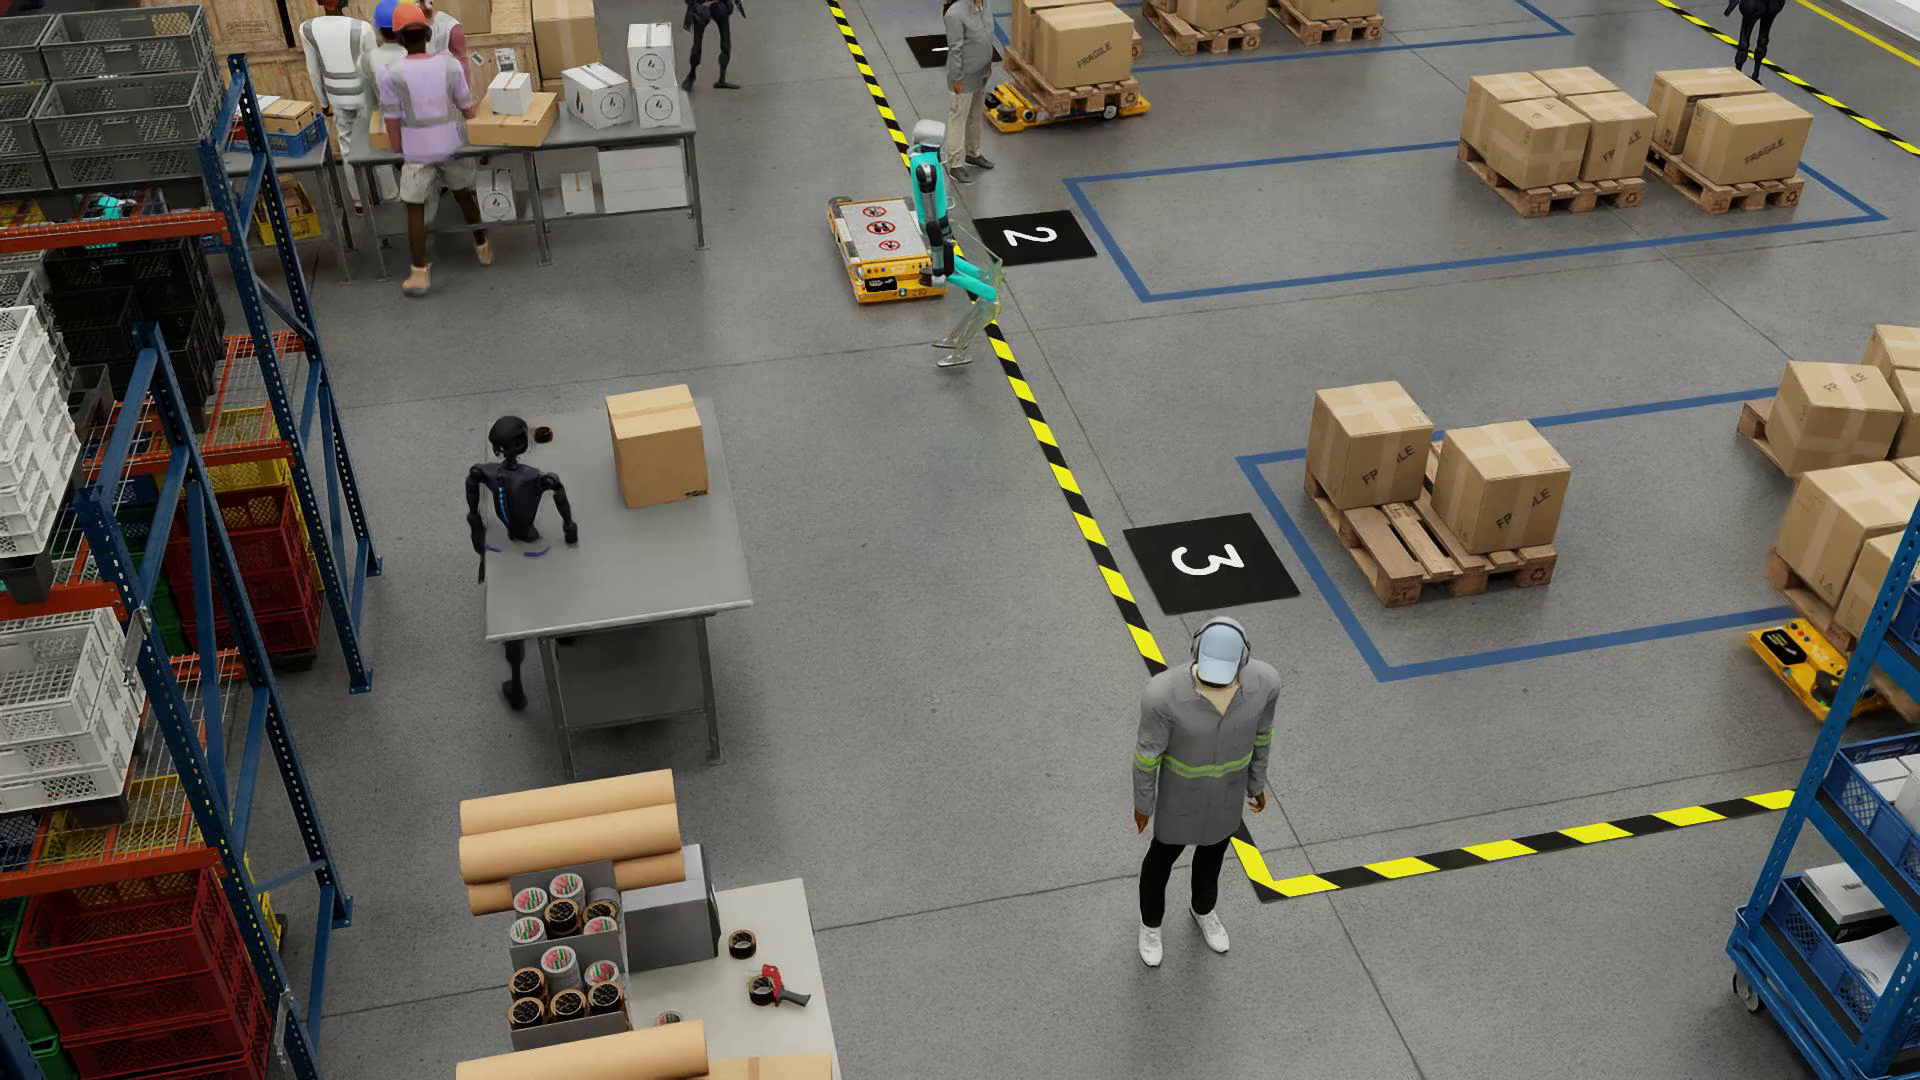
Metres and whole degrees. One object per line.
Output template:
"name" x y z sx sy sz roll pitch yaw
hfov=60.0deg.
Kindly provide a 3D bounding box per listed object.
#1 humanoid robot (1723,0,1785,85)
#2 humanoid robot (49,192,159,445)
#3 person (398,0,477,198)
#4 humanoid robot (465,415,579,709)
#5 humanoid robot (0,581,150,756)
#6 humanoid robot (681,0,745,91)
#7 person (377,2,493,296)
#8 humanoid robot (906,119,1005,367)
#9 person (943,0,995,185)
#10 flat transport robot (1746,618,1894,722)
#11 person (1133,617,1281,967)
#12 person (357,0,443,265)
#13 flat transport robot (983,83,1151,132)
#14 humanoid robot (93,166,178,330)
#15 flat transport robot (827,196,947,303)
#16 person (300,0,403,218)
"humanoid robot" 7.205 -4.904 14.950 0.599 1.659 0.315 -13 39 -17
"humanoid robot" -5.081 -1.315 10.005 0.530 1.693 0.736 -5 37 -6
"person" -4.077 -3.475 12.913 0.589 1.833 0.404 6 37 8
"humanoid robot" -2.131 0.138 8.195 0.610 1.643 0.367 7 37 9
"humanoid robot" -4.244 0.443 7.728 1.009 1.733 0.563 -15 39 -20
"humanoid robot" -2.248 -4.824 14.863 0.610 1.645 0.470 -27 44 -31
"person" -3.774 -2.763 11.829 0.824 1.997 0.584 -23 43 -28
"humanoid robot" 0.032 -1.915 10.784 0.735 1.677 0.533 -2 37 -2
"person" 0.065 -3.776 13.370 0.398 1.769 0.572 19 41 24
"flat transport robot" 4.996 0.569 8.765 1.431 0.197 0.652 -8 37 -10
"person" 0.999 1.039 6.830 0.597 1.850 0.395 -8 37 -10
"person" -4.028 -3.006 12.223 0.614 1.913 0.953 5 37 7
"flat transport robot" 0.921 -3.937 14.822 1.431 0.197 0.652 -12 38 -15
"humanoid robot" -5.581 -2.090 11.191 0.371 1.644 0.586 -10 38 -13
"flat transport robot" -0.570 -2.220 12.538 0.659 0.231 1.431 -8 37 -10
"person" -4.632 -3.372 12.733 0.578 1.882 0.353 0 37 0
